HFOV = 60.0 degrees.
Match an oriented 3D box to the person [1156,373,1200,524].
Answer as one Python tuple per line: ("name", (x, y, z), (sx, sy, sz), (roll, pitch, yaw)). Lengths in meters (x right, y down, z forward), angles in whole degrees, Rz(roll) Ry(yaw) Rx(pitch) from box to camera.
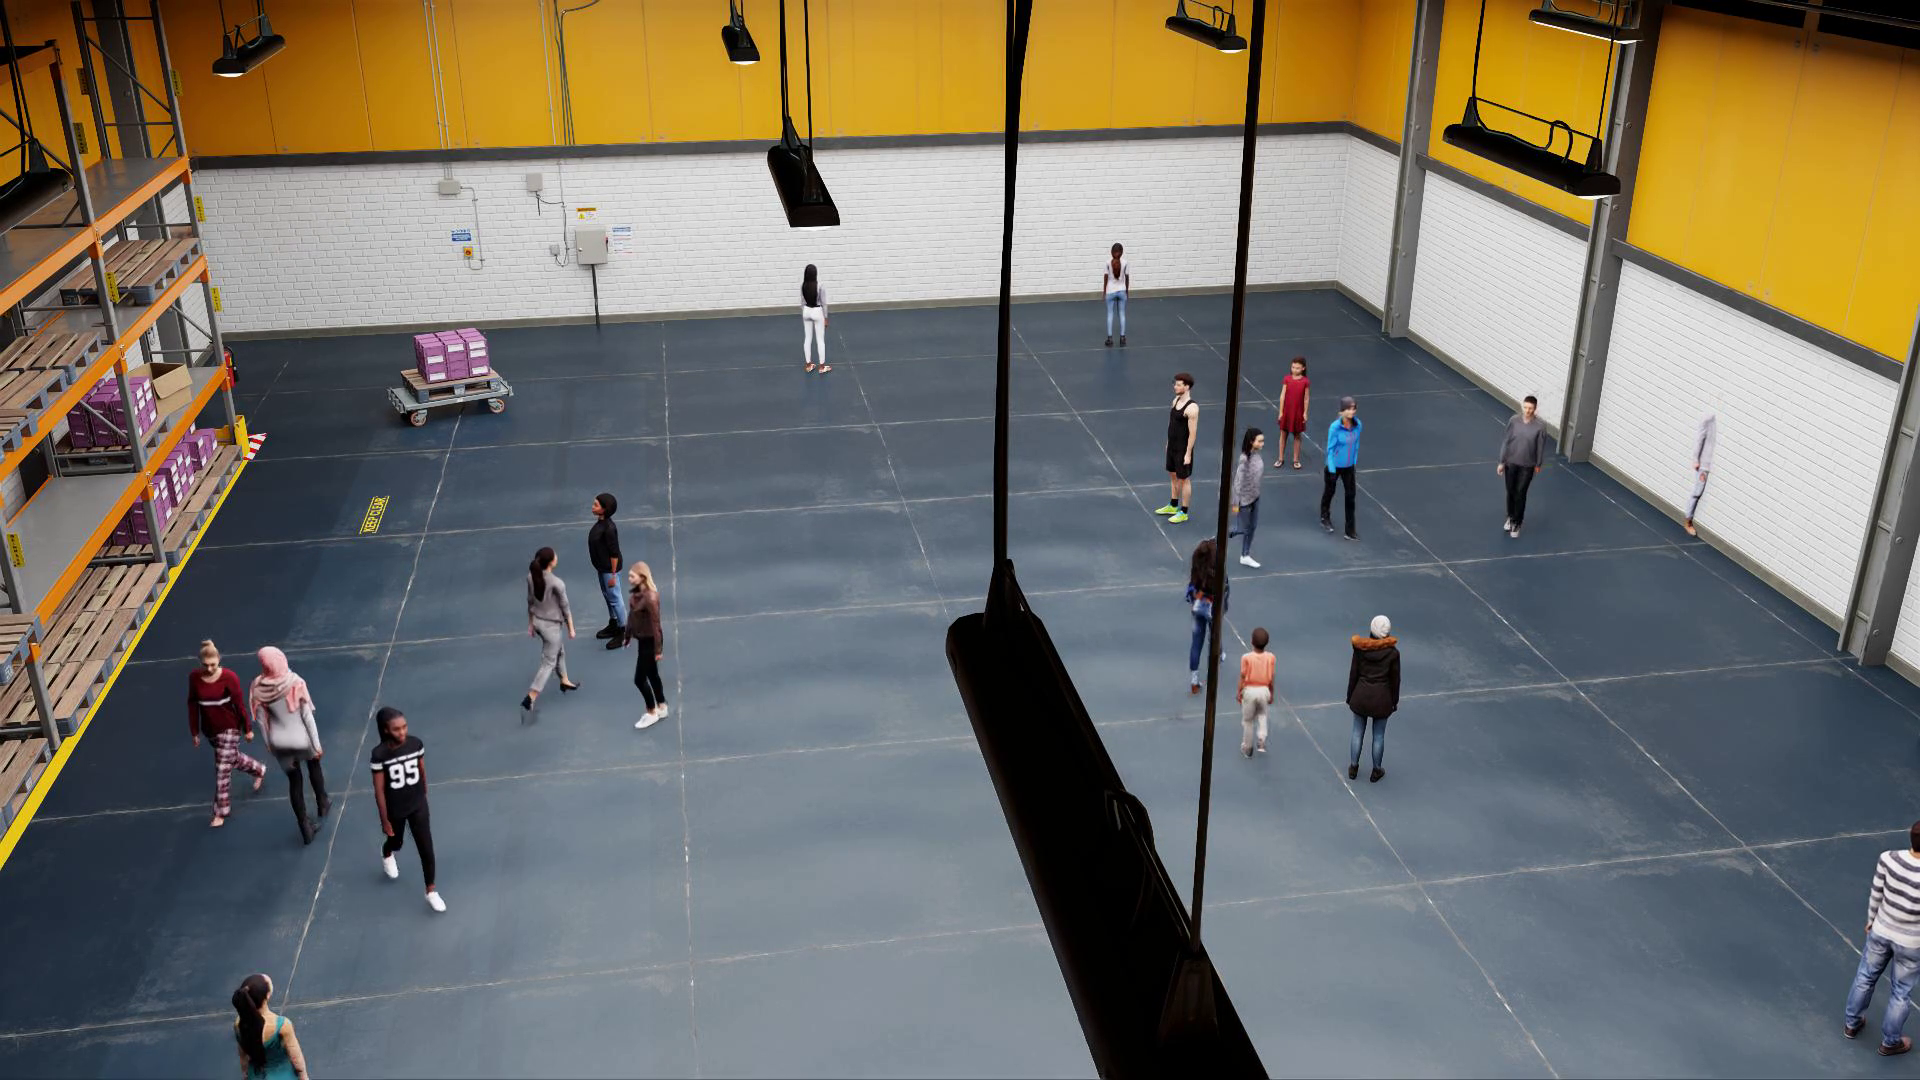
("person", (2.727, -1.157, 20.556), (0.790, 1.892, 0.620), (-11, 26, -23))

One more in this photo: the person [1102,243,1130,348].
("person", (2.571, -4.048, 27.386), (0.615, 1.719, 0.564), (0, 24, -1))

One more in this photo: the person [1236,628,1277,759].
("person", (2.745, 1.442, 15.350), (0.501, 1.300, 0.554), (-1, 24, -3))

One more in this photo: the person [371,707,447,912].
("person", (-4.494, 2.118, 13.301), (0.962, 1.703, 1.182), (-19, 30, -36))

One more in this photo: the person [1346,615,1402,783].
("person", (3.714, 1.417, 14.991), (0.739, 1.634, 0.766), (9, 25, 19))

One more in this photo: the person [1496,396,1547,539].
("person", (6.852, -0.950, 20.269), (0.849, 1.743, 0.912), (16, 28, 32))

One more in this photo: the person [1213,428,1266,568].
("person", (3.250, -0.508, 19.291), (0.988, 1.716, 0.927), (14, 27, 29))

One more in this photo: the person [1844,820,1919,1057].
("person", (6.581, 2.758, 11.648), (0.782, 1.855, 0.633), (-16, 28, -32))

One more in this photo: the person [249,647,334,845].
("person", (-5.657, 1.766, 14.018), (0.674, 1.772, 0.869), (-3, 24, -6))

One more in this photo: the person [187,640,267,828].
("person", (-6.401, 1.607, 14.513), (0.828, 1.667, 1.113), (3, 24, 7))

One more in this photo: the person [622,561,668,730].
("person", (-2.924, 0.966, 15.951), (0.759, 1.692, 0.643), (-12, 26, -26))

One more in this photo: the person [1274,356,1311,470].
("person", (4.476, -1.737, 22.306), (0.649, 1.553, 0.708), (6, 24, 14))

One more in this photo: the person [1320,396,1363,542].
("person", (4.554, -0.906, 20.139), (0.667, 1.767, 0.983), (-5, 24, -12))

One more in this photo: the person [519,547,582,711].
("person", (-4.051, 0.906, 16.148), (1.050, 1.643, 1.120), (14, 27, 28))

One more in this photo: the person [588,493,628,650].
("person", (-3.681, 0.299, 17.462), (0.690, 1.702, 0.574), (-13, 27, -27))

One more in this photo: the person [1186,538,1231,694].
("person", (2.428, 0.773, 16.538), (1.002, 1.575, 1.117), (12, 26, 25))

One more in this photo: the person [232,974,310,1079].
("person", (-4.298, 3.437, 10.322), (0.673, 1.672, 0.753), (3, 24, 7))

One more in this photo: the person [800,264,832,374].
("person", (-2.294, -3.494, 26.112), (0.675, 1.724, 0.703), (11, 26, 24))
